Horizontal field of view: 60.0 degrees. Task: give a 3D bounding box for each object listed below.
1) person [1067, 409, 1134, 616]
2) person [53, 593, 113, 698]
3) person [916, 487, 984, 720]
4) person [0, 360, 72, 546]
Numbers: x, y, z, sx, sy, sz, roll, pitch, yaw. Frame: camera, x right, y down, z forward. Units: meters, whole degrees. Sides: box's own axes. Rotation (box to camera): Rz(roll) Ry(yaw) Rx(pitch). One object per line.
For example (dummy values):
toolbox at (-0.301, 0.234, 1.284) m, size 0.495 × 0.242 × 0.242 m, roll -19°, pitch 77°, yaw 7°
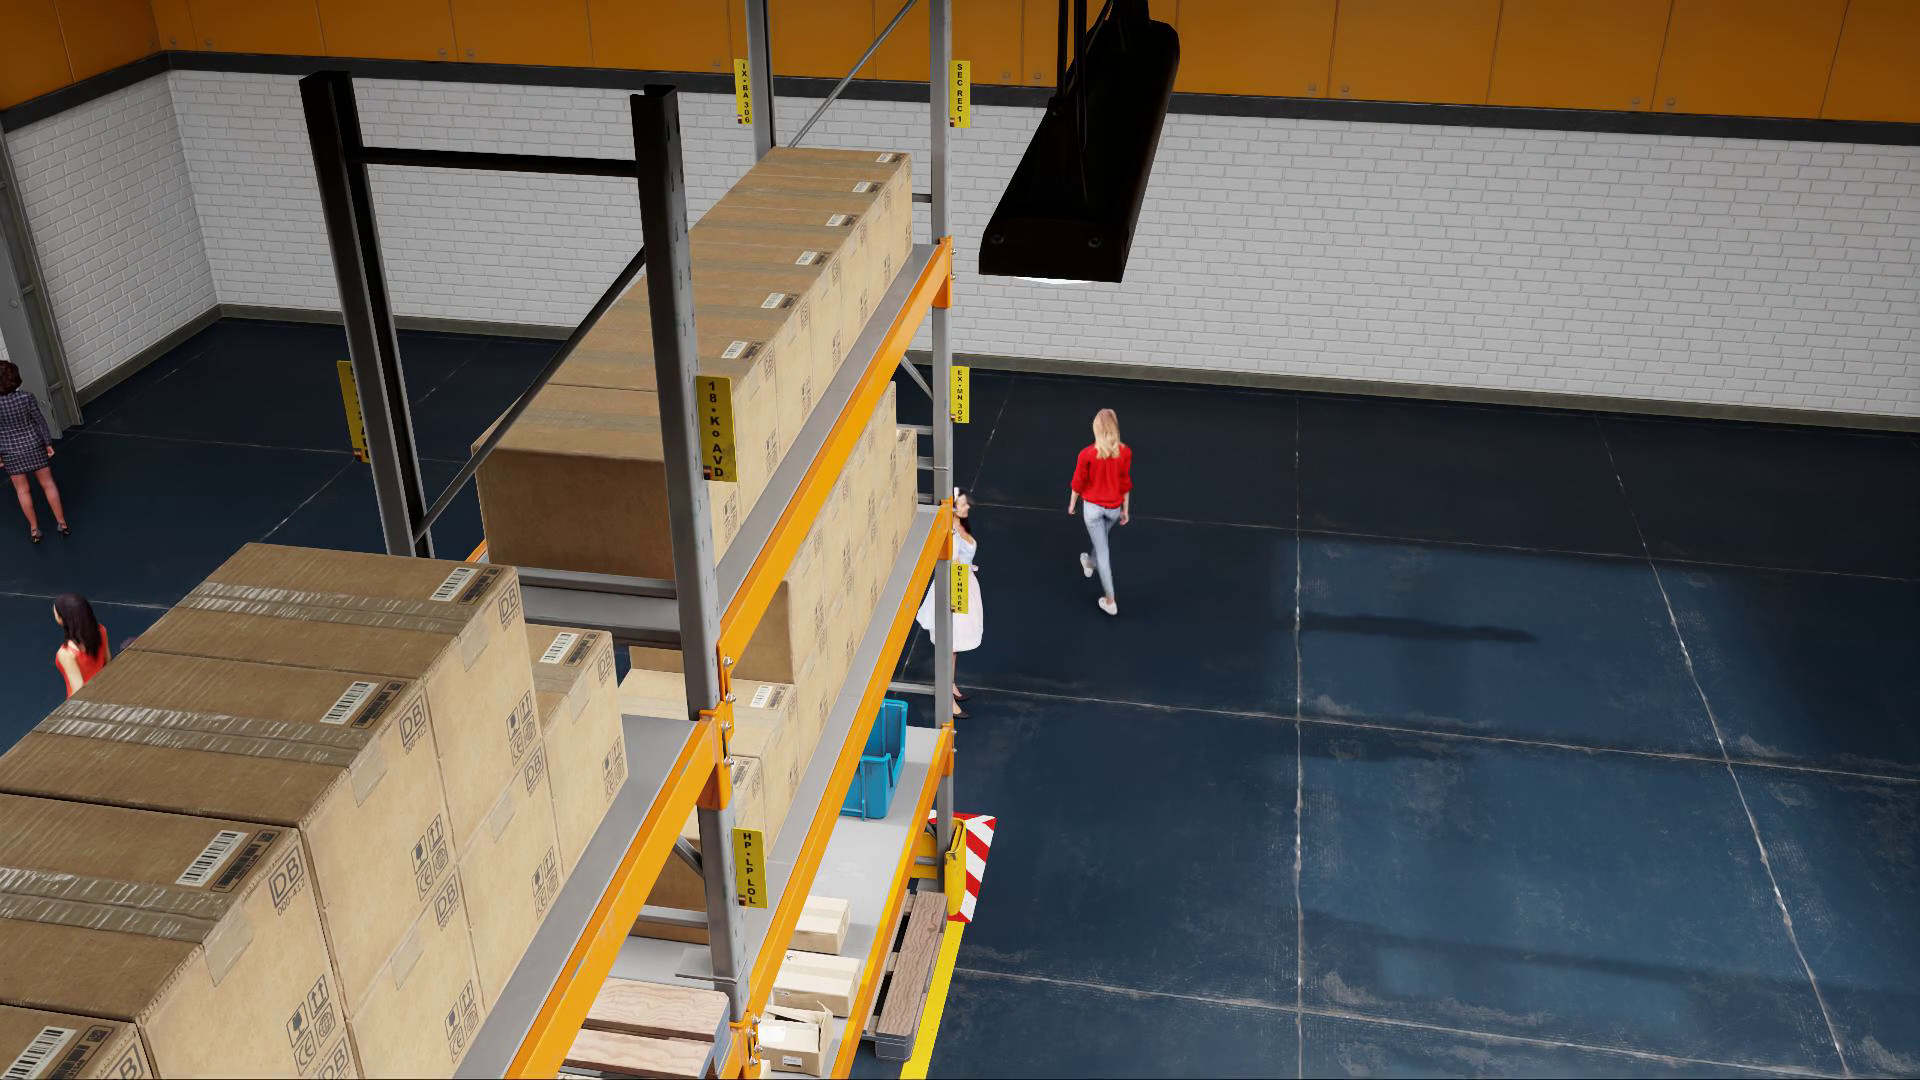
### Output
person at (1.157, -0.188, 13.290) m, size 0.955 × 1.654 × 1.196 m, roll -8°, pitch 30°, yaw -14°
person at (-5.624, 1.093, 10.873) m, size 0.648 × 1.719 × 0.471 m, roll 3°, pitch 29°, yaw 6°
person at (-0.044, 0.441, 11.963) m, size 0.779 × 1.822 × 0.683 m, roll 2°, pitch 29°, yaw 3°
person at (-8.043, -0.754, 14.278) m, size 0.696 × 1.702 × 0.755 m, roll -18°, pitch 34°, yaw -30°
